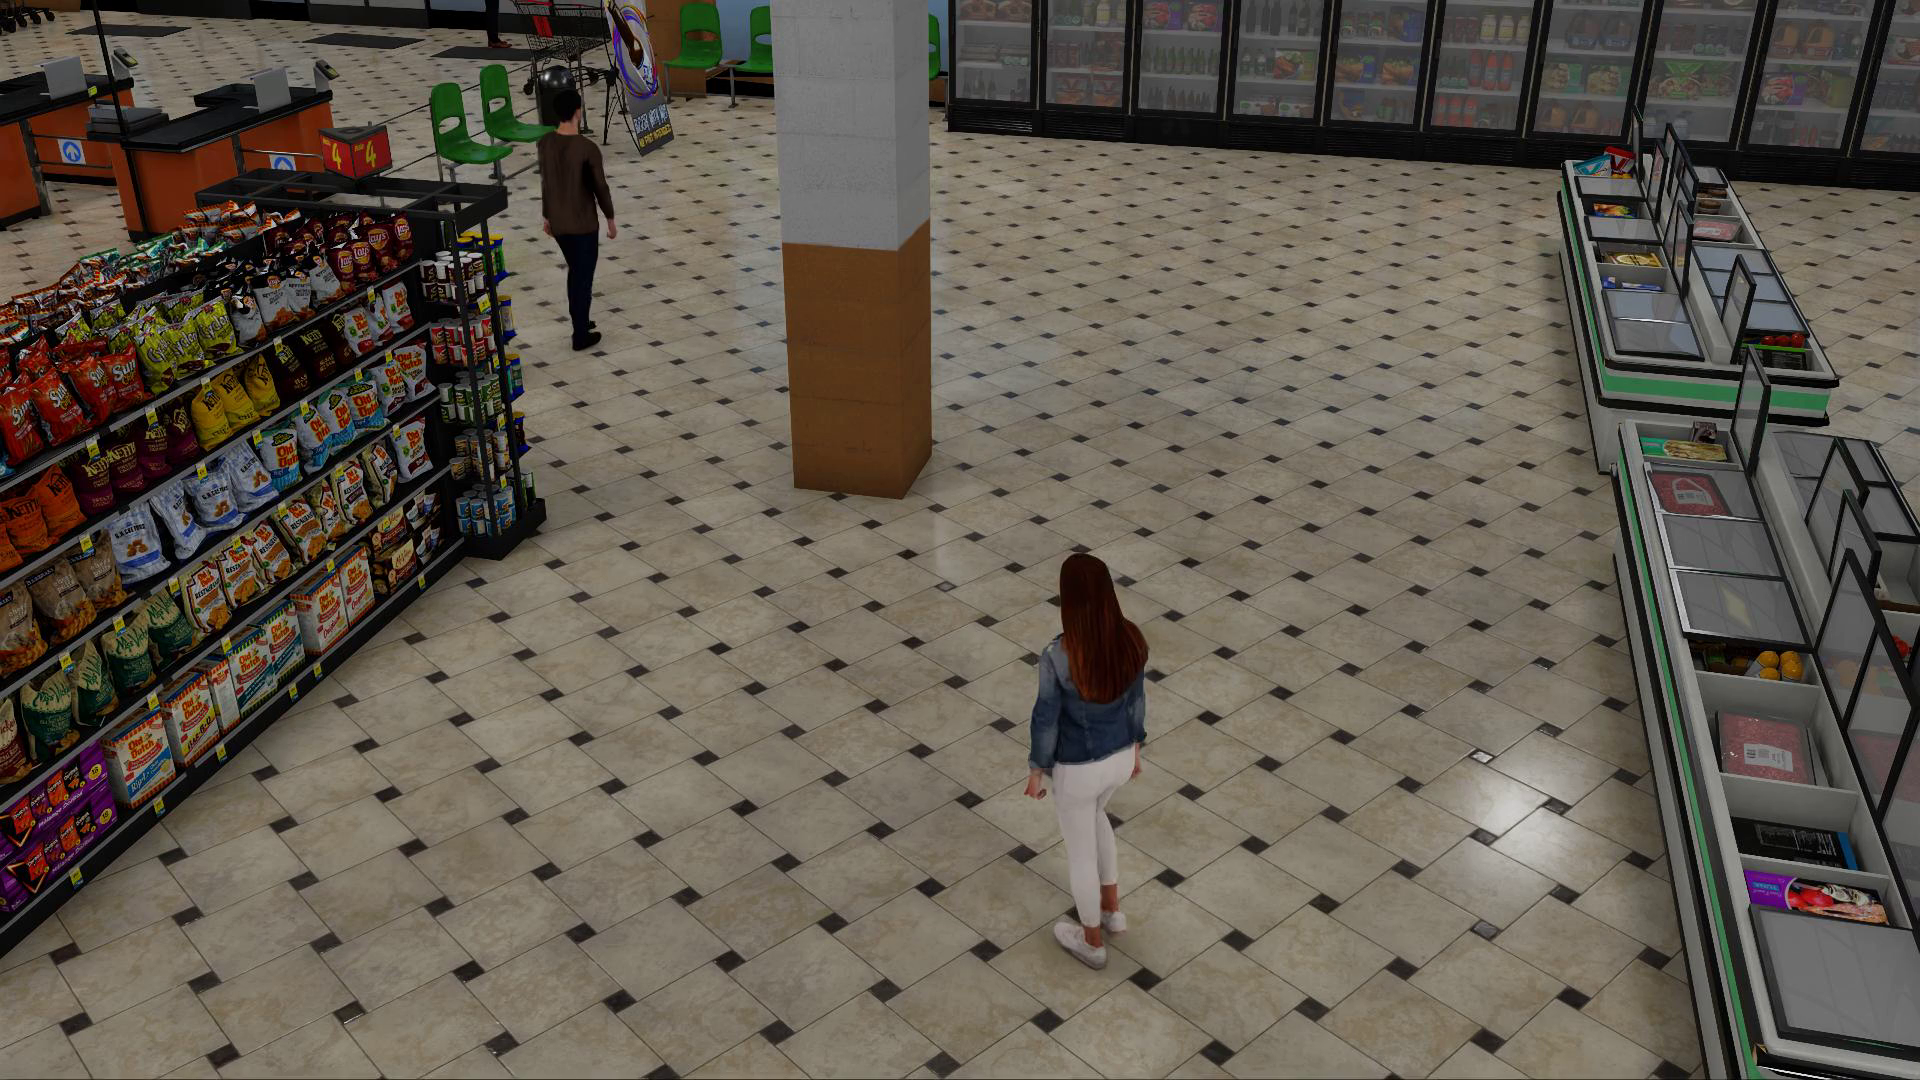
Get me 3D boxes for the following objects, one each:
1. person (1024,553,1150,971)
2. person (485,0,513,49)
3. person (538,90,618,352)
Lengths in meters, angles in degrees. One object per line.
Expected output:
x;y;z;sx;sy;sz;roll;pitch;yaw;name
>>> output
0.533;0.863;6.030;0.718;1.686;0.788;-17;31;-30;person
-6.435;-7.625;22.722;0.762;1.727;0.697;-14;30;-25;person
-2.829;-2.266;11.994;0.709;1.873;0.721;10;29;20;person
